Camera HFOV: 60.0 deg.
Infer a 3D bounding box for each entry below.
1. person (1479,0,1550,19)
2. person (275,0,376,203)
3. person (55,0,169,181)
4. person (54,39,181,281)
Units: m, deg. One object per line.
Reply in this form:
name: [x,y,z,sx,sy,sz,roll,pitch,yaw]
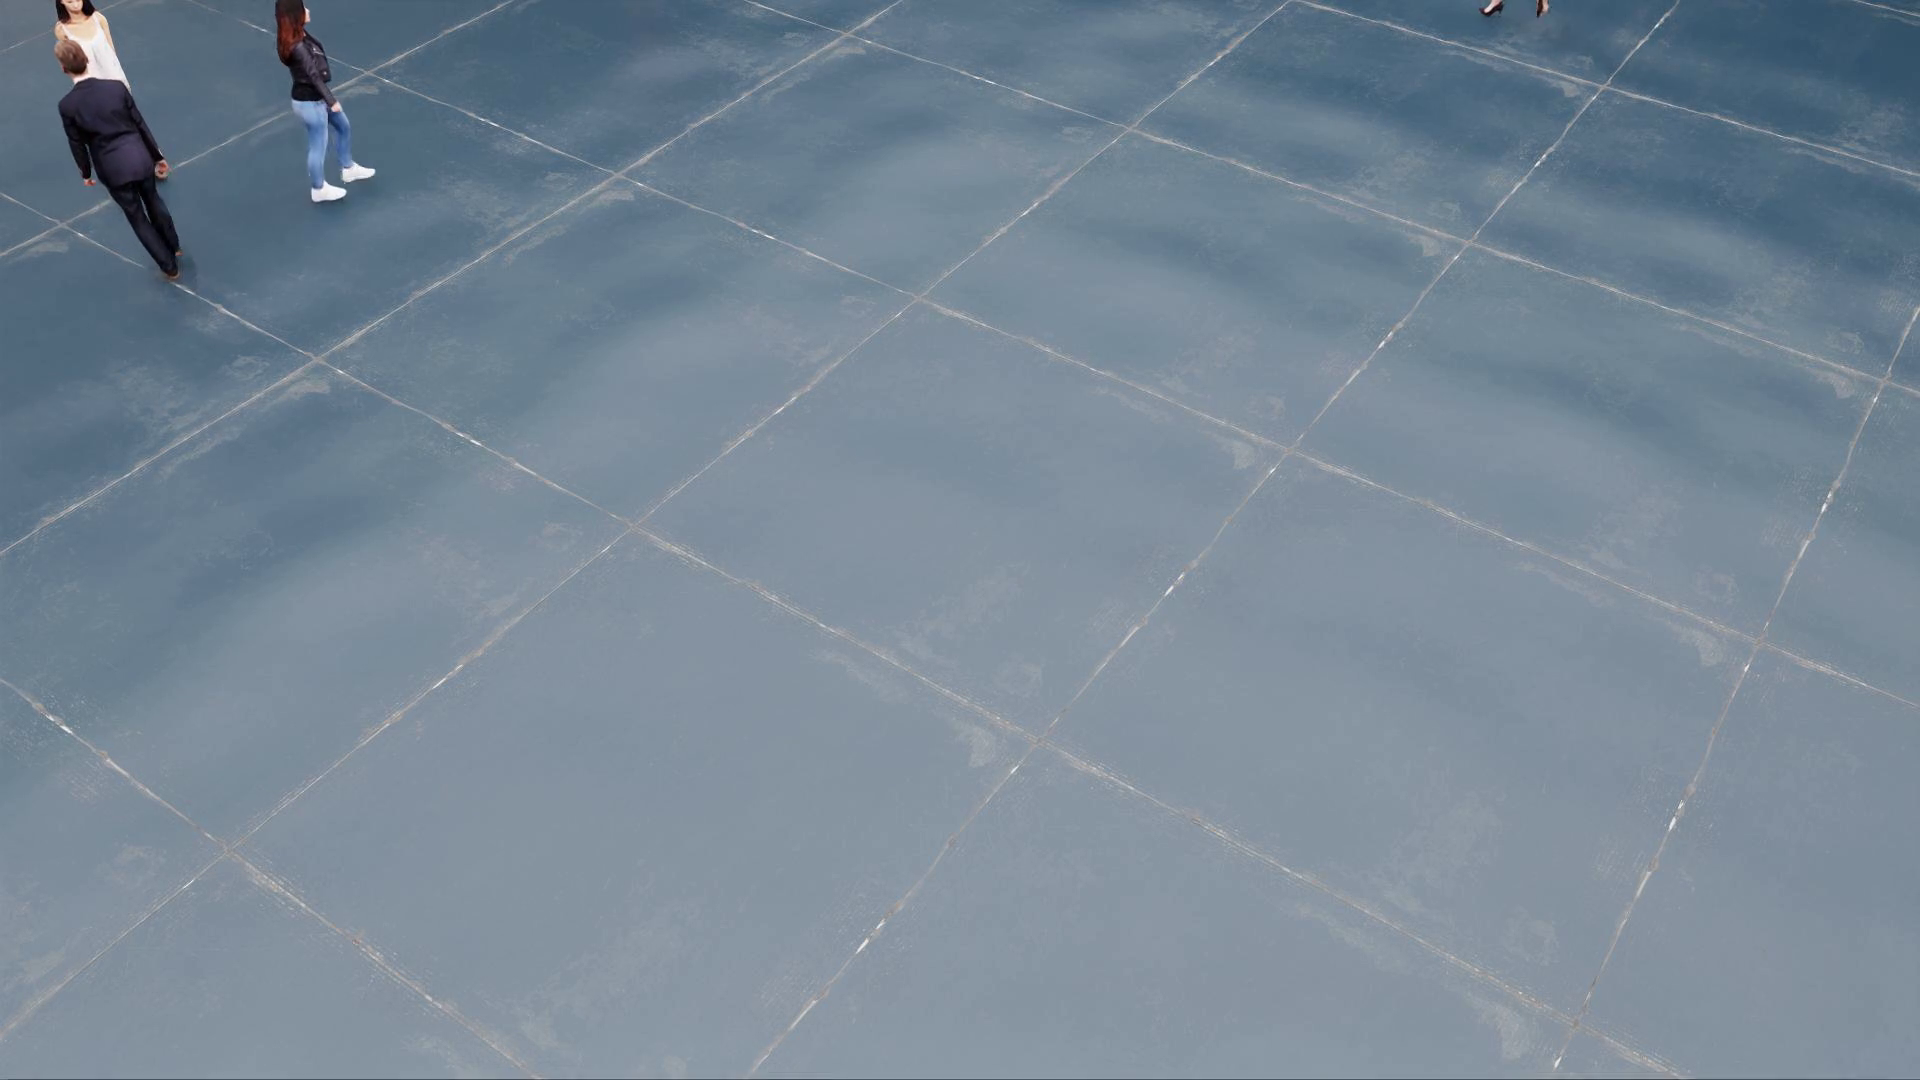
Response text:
person: [5.047,-5.388,14.722,0.747,1.728,0.981,-31,51,-29]
person: [-4.968,-3.296,12.561,0.892,1.619,0.844,-17,46,-17]
person: [-6.588,-3.518,12.773,0.569,1.653,0.624,26,49,25]
person: [-5.879,-2.620,11.707,0.809,1.795,0.861,-27,49,-26]
